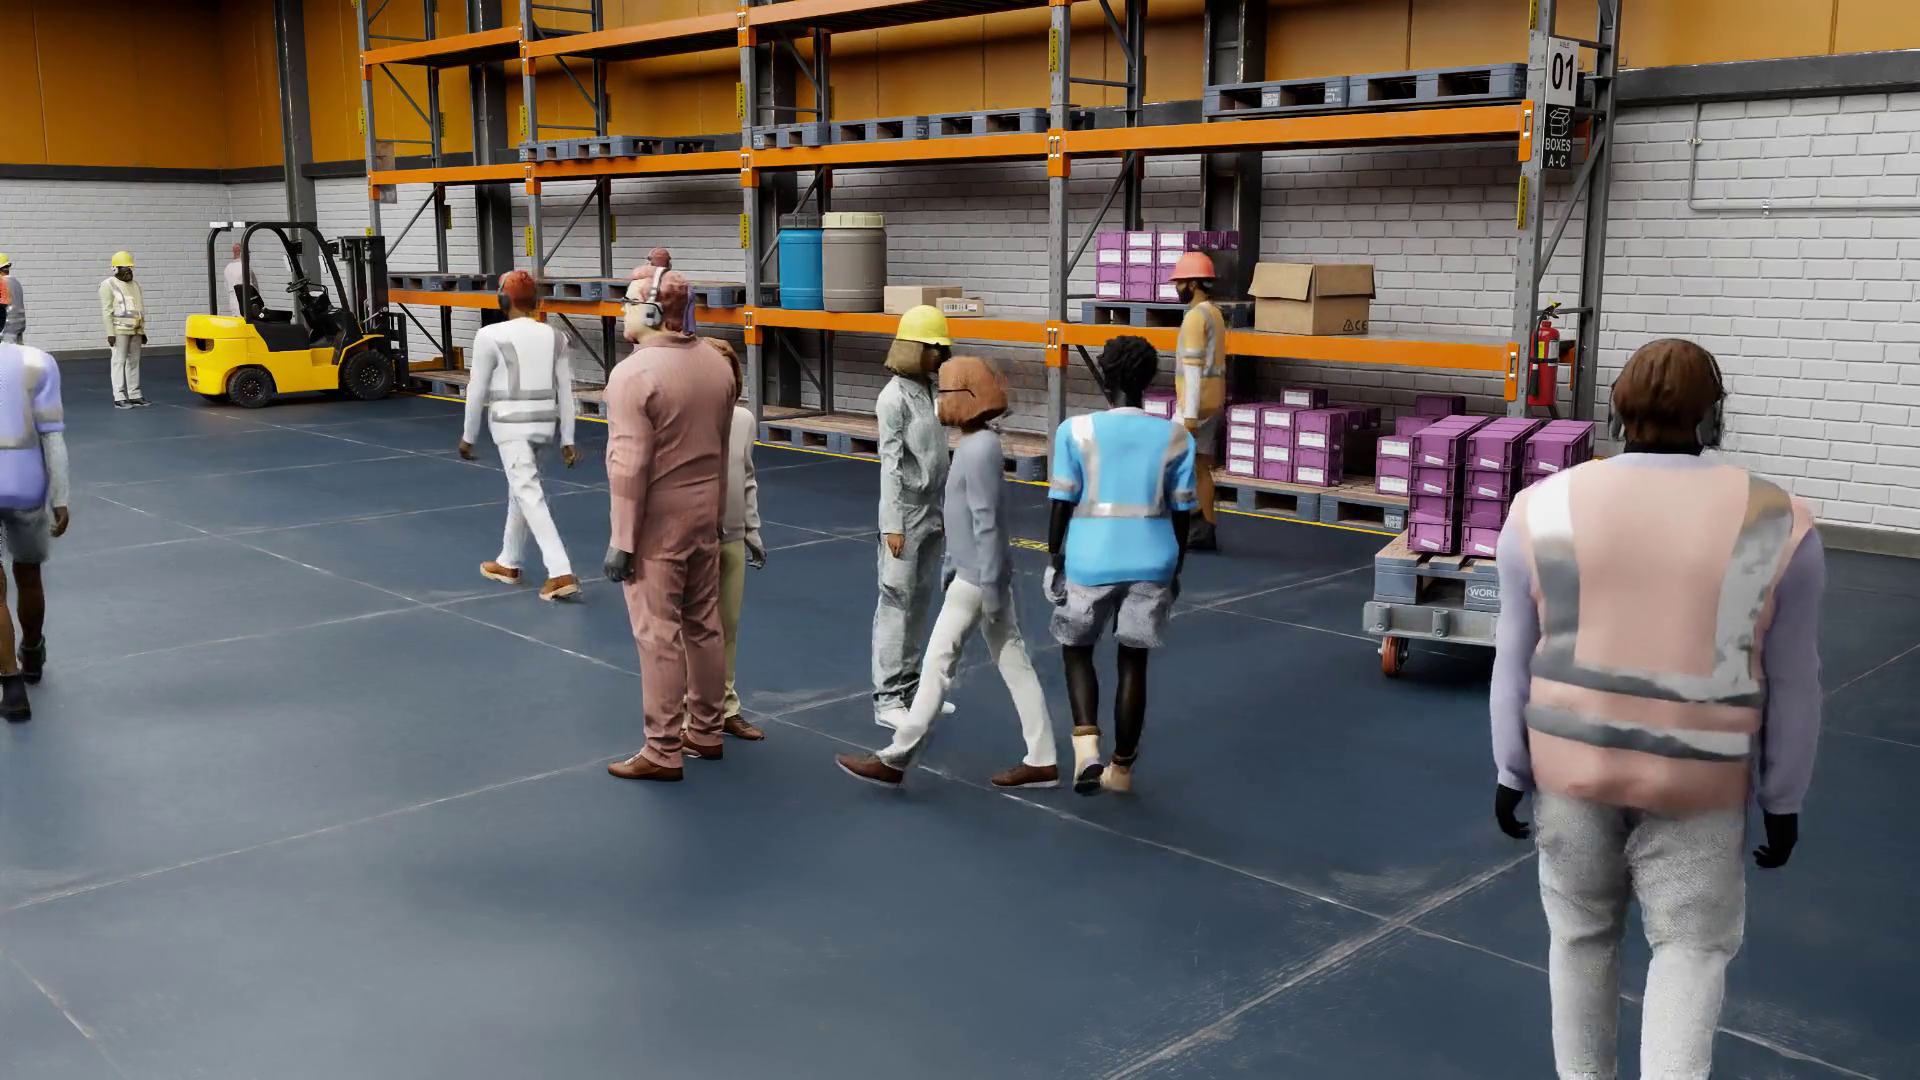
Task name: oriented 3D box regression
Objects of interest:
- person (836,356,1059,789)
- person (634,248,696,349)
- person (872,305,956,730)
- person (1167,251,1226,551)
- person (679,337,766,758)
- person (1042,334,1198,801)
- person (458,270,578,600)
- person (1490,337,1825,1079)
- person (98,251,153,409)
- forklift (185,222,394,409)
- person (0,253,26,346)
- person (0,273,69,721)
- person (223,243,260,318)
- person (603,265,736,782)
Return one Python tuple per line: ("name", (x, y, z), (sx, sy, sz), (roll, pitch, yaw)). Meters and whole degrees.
("person", (-0.024, 0.135, 6.020), (0.850, 1.584, 0.519), (1, 10, 3))
("person", (-2.764, -1.748, 15.448), (0.651, 1.904, 0.403), (-9, 13, -39))
("person", (-0.172, -0.092, 6.861), (0.322, 1.741, 0.489), (5, 11, 23))
("person", (1.475, -0.865, 10.591), (0.437, 1.917, 0.565), (5, 11, 23))
("person", (-0.980, 0.020, 6.546), (0.285, 1.633, 0.498), (9, 14, 41))
("person", (0.573, 0.112, 5.926), (0.565, 1.670, 0.451), (-1, 10, -7))
("person", (-2.449, -0.597, 9.374), (1.001, 1.837, 0.579), (8, 13, 37))
("person", (1.402, 0.499, 3.428), (0.634, 1.822, 0.714), (5, 12, 25))
("person", (-9.791, -2.465, 19.552), (0.404, 1.833, 0.592), (3, 11, 14))
("forklift", (-8.169, -2.758, 20.163), (2.313, 2.155, 1.214), (-10, 14, -44))
("person", (-11.367, -2.510, 19.830), (0.403, 1.826, 0.592), (-2, 11, -9))
("person", (-4.155, -0.226, 7.168), (0.562, 1.885, 0.974), (-6, 12, -31))
("person", (-10.422, -3.368, 24.272), (0.639, 1.911, 0.406), (9, 14, 40))
("person", (-1.110, -0.059, 6.223), (0.409, 1.911, 0.650), (5, 12, 27))
